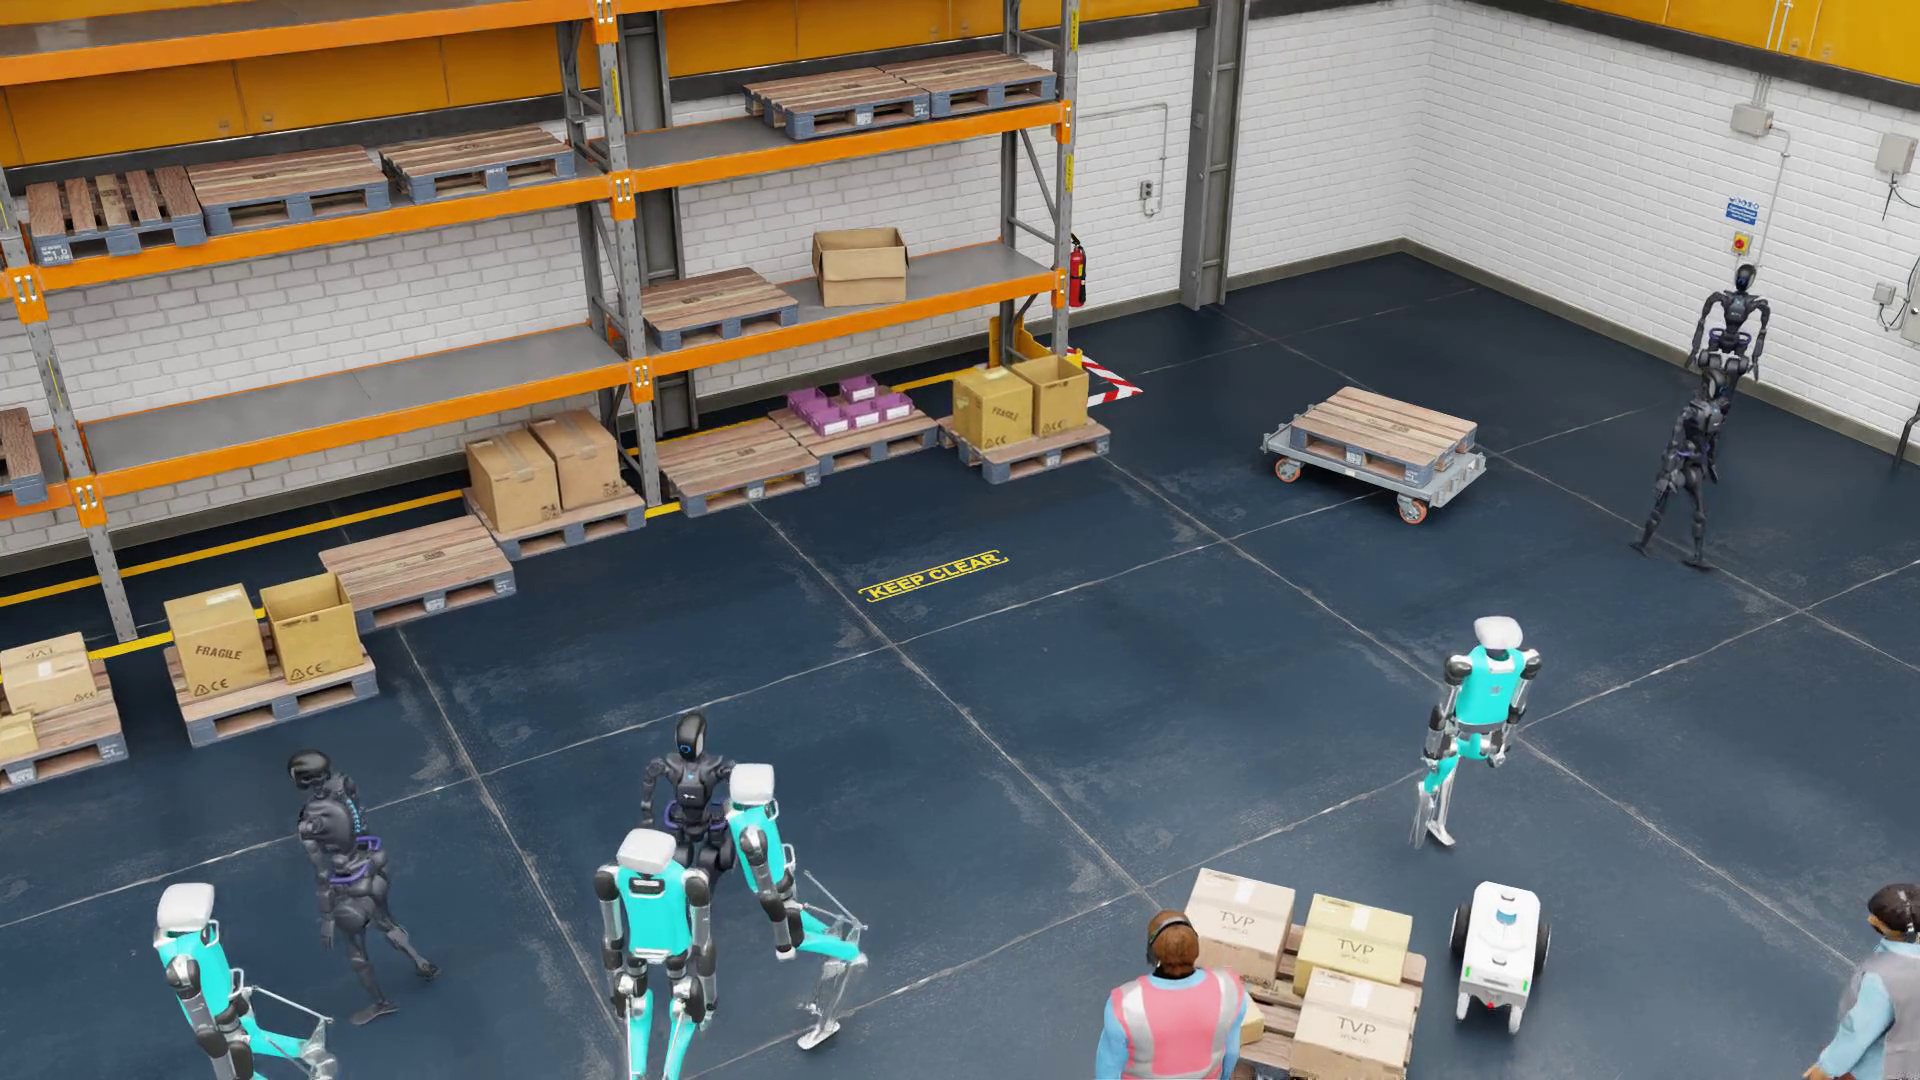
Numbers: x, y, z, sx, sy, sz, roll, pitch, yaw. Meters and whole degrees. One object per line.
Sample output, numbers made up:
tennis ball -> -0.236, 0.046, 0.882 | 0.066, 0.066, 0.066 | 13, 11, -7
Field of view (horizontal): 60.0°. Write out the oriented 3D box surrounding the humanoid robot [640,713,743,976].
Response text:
humanoid robot -> -1.392, 1.568, 8.774 | 0.610, 1.650, 0.419 | 0, 29, -1

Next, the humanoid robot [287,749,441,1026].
humanoid robot -> -3.032, 1.749, 8.455 | 0.490, 1.644, 0.613 | 2, 30, 4

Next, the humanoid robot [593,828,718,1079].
humanoid robot -> -1.401, 2.222, 7.562 | 0.540, 1.800, 0.750 | 3, 30, 5

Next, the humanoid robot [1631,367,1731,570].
humanoid robot -> 5.510, -0.531, 12.510 | 0.614, 1.626, 0.714 | -15, 33, -24

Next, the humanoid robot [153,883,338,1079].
humanoid robot -> -3.113, 2.289, 7.552 | 0.704, 1.911, 0.552 | -10, 31, -16

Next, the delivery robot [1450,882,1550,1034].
delivery robot -> 2.873, 2.171, 8.857 | 0.499, 0.611, 0.792 | 10, 31, 18

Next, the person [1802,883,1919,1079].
person -> 4.051, 2.262, 7.369 | 0.565, 1.846, 0.471 | -21, 36, -32

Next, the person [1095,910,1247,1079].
person -> 0.888, 2.357, 7.212 | 0.639, 1.837, 0.430 | -6, 30, -10

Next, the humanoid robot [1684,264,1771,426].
humanoid robot -> 6.671, -1.648, 14.498 | 0.609, 1.648, 0.664 | 13, 32, 22

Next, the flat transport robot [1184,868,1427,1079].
flat transport robot -> 1.660, 2.546, 8.468 | 0.659, 0.231, 1.431 | 10, 31, 18

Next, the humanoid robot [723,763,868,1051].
humanoid robot -> -0.738, 1.815, 8.245 | 0.762, 1.755, 0.541 | -6, 30, -10

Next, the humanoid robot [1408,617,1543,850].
humanoid robot -> 2.851, 1.139, 9.592 | 0.534, 1.882, 0.799 | -4, 30, -7
